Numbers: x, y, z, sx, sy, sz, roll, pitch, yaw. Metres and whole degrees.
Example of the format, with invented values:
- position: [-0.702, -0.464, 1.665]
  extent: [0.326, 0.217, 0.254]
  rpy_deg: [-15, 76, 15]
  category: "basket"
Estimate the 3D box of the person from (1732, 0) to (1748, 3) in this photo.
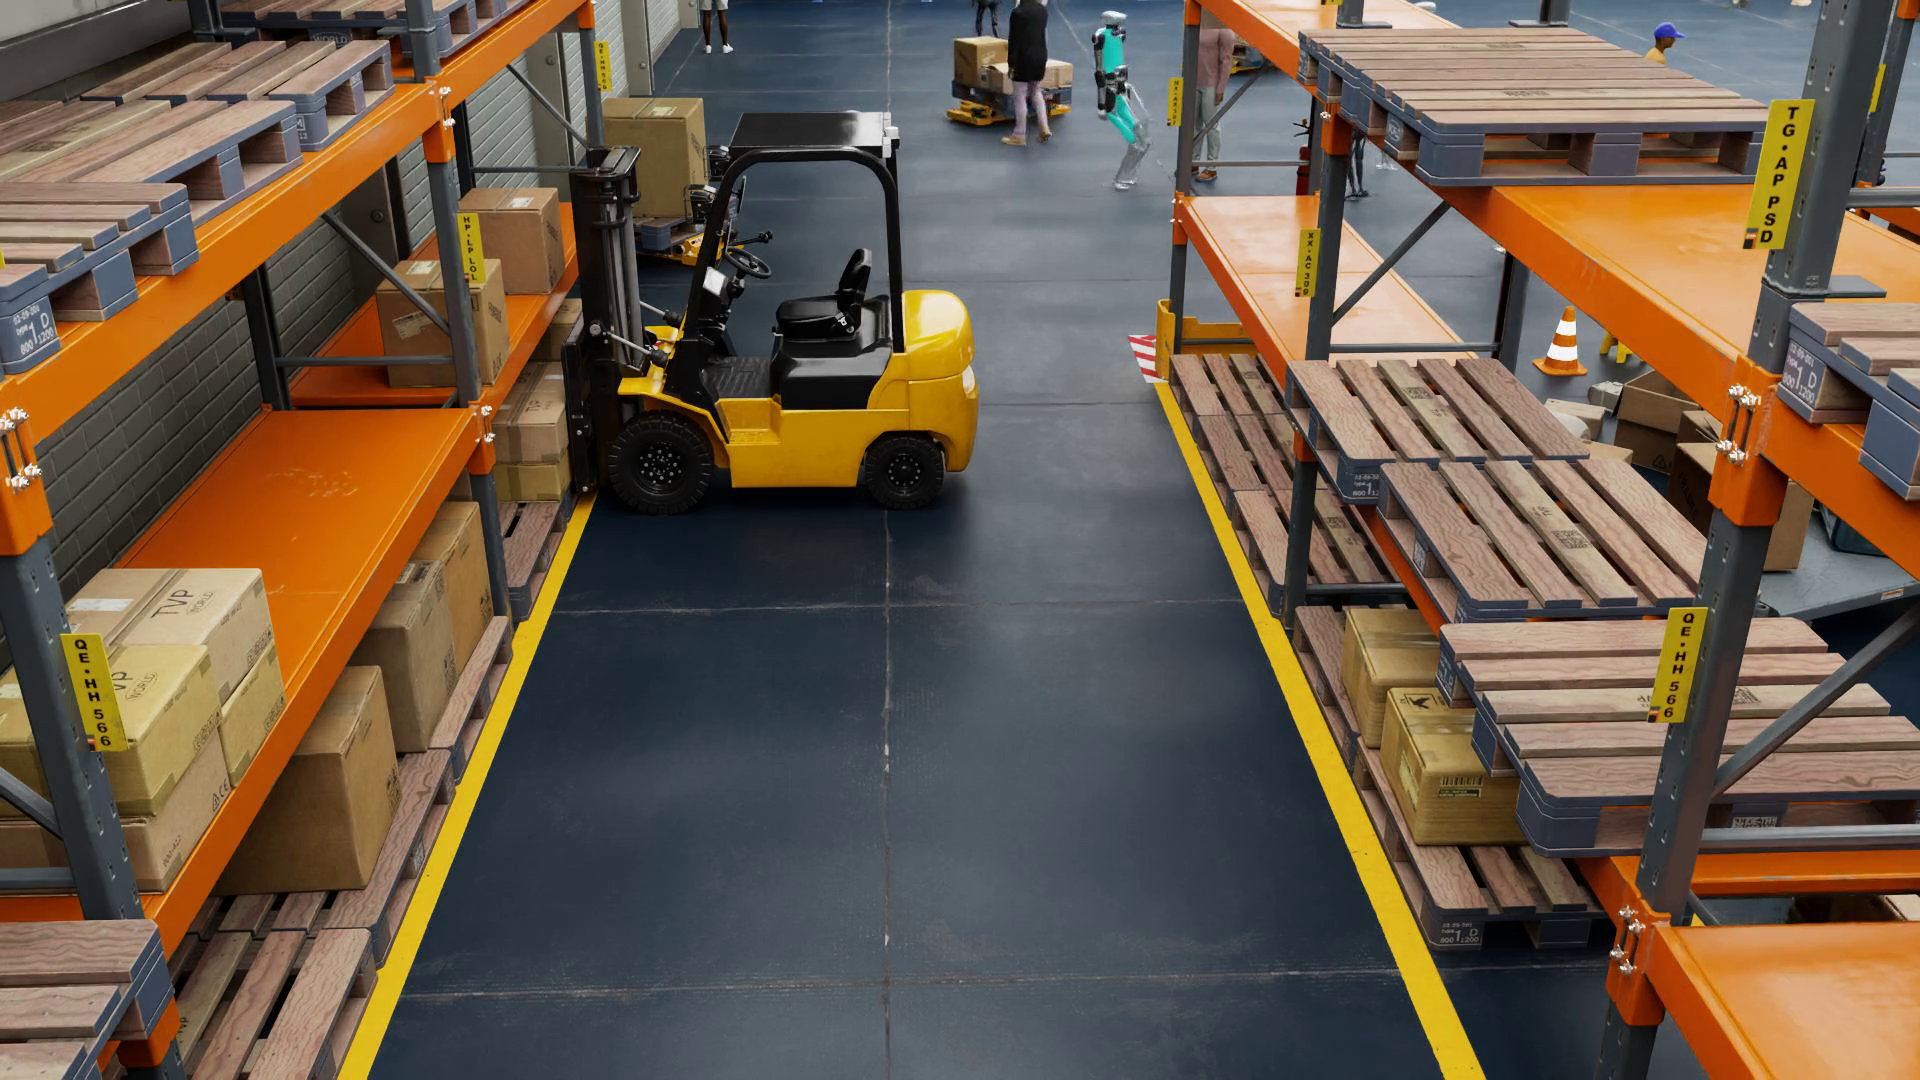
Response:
- position: [14.171, -10.603, 29.860]
  extent: [0.502, 1.901, 0.532]
  rpy_deg: [9, 27, 19]
  category: "person"

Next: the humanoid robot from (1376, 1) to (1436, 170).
- position: [4.683, -4.842, 17.934]
  extent: [0.729, 1.858, 0.554]
  rpy_deg: [4, 26, 8]
  category: "humanoid robot"

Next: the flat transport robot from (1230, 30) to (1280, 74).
- position: [4.136, -6.904, 23.925]
  extent: [1.431, 0.231, 0.659]
  rpy_deg: [-16, 30, -30]
  category: "flat transport robot"

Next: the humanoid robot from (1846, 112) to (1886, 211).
- position: [7.513, -2.965, 13.918]
  extent: [0.315, 1.657, 0.599]
  rpy_deg: [-1, 25, -1]
  category: "humanoid robot"

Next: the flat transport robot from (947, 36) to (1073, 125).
- position: [0.604, -5.371, 20.677]
  extent: [1.431, 0.231, 0.659]
  rpy_deg: [-17, 30, -31]
  category: "flat transport robot"

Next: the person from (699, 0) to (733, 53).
- position: [-3.711, -8.286, 24.942]
  extent: [0.557, 1.898, 0.362]
  rpy_deg: [-1, 25, -2]
  category: "person"

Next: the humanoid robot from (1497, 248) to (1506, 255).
- position: [5.082, -3.253, 14.513]
  extent: [0.991, 1.759, 0.551]
  rpy_deg: [12, 28, 24]
  category: "humanoid robot"

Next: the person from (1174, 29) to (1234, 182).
- position: [2.560, -4.750, 17.411]
  extent: [0.373, 1.939, 0.629]
  rpy_deg: [-18, 31, -33]
  category: "person"

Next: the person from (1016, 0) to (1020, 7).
- position: [1.091, -9.018, 26.683]
  extent: [0.558, 1.731, 0.386]
  rpy_deg: [10, 27, 20]
  category: "person"

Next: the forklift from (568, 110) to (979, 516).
- position: [-1.043, -1.379, 9.976]
  extent: [2.313, 2.155, 1.214]
  rpy_deg: [-1, 25, -2]
  category: "forklift"

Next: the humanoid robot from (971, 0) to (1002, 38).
- position: [0.434, -8.328, 25.322]
  extent: [0.471, 1.642, 0.610]
  rpy_deg: [21, 32, 37]
  category: "humanoid robot"

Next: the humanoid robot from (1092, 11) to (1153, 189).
- position: [1.708, -4.496, 17.069]
  extent: [0.693, 1.763, 0.540]
  rpy_deg: [17, 30, 32]
  category: "humanoid robot"

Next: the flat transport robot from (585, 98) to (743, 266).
- position: [-2.746, -2.729, 15.082]
  extent: [1.431, 0.231, 0.659]
  rpy_deg: [12, 28, 24]
  category: "flat transport robot"

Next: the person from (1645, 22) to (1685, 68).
- position: [6.990, -4.345, 16.808]
  extent: [0.367, 1.717, 0.457]
  rpy_deg: [7, 26, 14]
  category: "person"

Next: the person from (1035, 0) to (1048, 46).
- position: [1.160, -7.914, 24.215]
  extent: [0.390, 1.846, 0.565]
  rpy_deg: [-3, 25, -6]
  category: "person"

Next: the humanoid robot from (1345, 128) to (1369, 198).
- position: [4.045, -4.269, 16.683]
  extent: [0.339, 1.651, 0.591]
  rpy_deg: [7, 26, 14]
  category: "humanoid robot"

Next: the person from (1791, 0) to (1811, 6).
- position: [15.215, -10.561, 29.772]
  extent: [0.401, 1.893, 0.520]
  rpy_deg: [16, 30, 30]
  category: "person"

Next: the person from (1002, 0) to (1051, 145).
- position: [0.780, -5.445, 19.002]
  extent: [0.575, 1.837, 0.425]
  rpy_deg: [-20, 32, -36]
  category: "person"
